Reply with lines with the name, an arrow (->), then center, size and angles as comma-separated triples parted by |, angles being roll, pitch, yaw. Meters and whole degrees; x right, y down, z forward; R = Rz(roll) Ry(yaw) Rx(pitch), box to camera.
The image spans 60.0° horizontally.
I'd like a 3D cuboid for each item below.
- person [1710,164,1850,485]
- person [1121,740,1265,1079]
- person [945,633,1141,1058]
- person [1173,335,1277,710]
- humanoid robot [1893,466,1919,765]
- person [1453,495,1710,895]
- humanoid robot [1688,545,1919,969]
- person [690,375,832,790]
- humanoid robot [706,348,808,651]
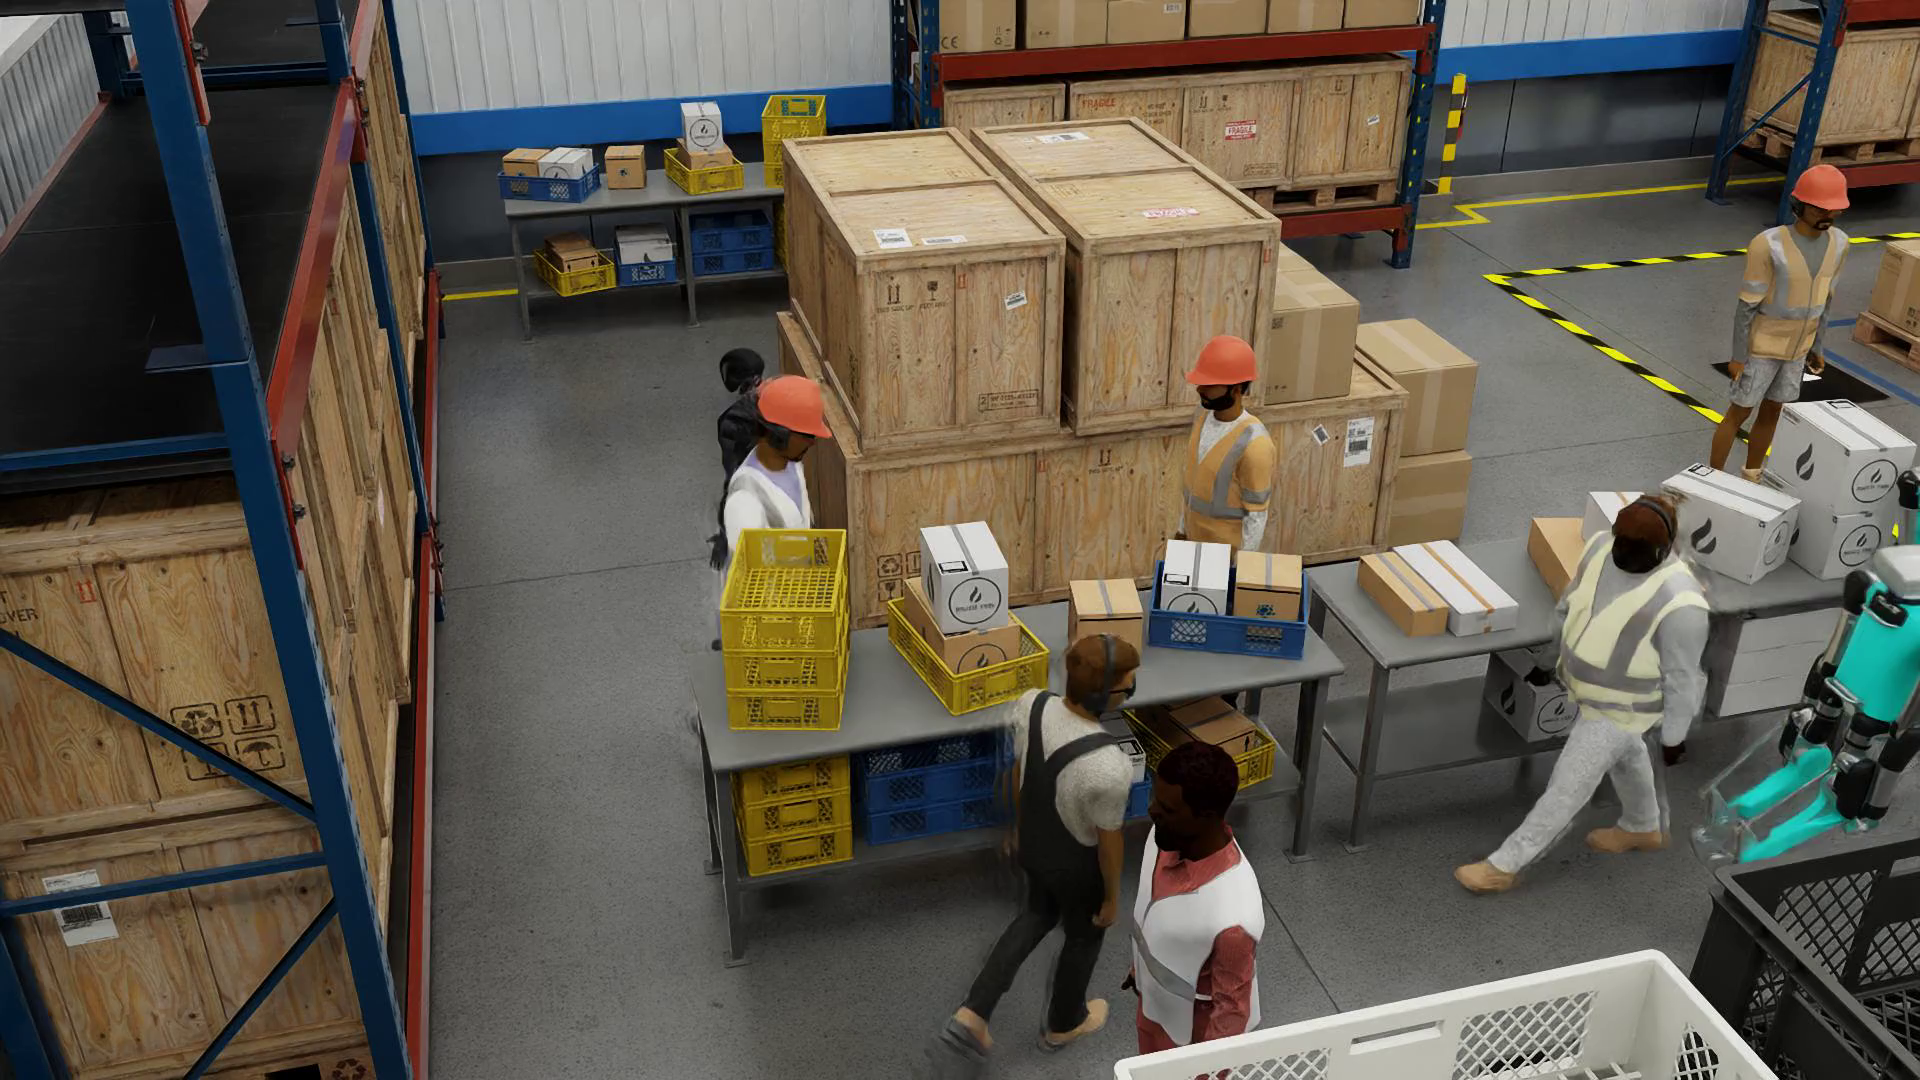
person -> 4.557, -1.077, 9.235 | 0.604, 2.044, 0.374 | -7, 30, -13
person -> 0.660, 1.391, 4.886 | 0.392, 1.917, 0.592 | -7, 30, -13
person -> 0.325, 1.090, 5.541 | 0.593, 1.812, 0.544 | -23, 36, -36
person -> 1.124, 0.000, 7.386 | 0.361, 1.939, 0.542 | -12, 31, -21
humanoid robot -> 4.273, 0.340, 6.994 | 1.014, 1.724, 0.546 | -12, 31, -21
person -> 2.502, 0.598, 6.473 | 1.004, 1.775, 0.640 | -4, 29, -8
humanoid robot -> 3.036, 0.837, 6.034 | 0.724, 1.755, 0.531 | -5, 29, -8
person -> -0.829, 0.255, 6.858 | 0.661, 2.004, 0.655 | 5, 29, 9
humanoid robot -> -0.909, -0.126, 7.917 | 0.719, 1.628, 0.602 | 9, 30, 16
